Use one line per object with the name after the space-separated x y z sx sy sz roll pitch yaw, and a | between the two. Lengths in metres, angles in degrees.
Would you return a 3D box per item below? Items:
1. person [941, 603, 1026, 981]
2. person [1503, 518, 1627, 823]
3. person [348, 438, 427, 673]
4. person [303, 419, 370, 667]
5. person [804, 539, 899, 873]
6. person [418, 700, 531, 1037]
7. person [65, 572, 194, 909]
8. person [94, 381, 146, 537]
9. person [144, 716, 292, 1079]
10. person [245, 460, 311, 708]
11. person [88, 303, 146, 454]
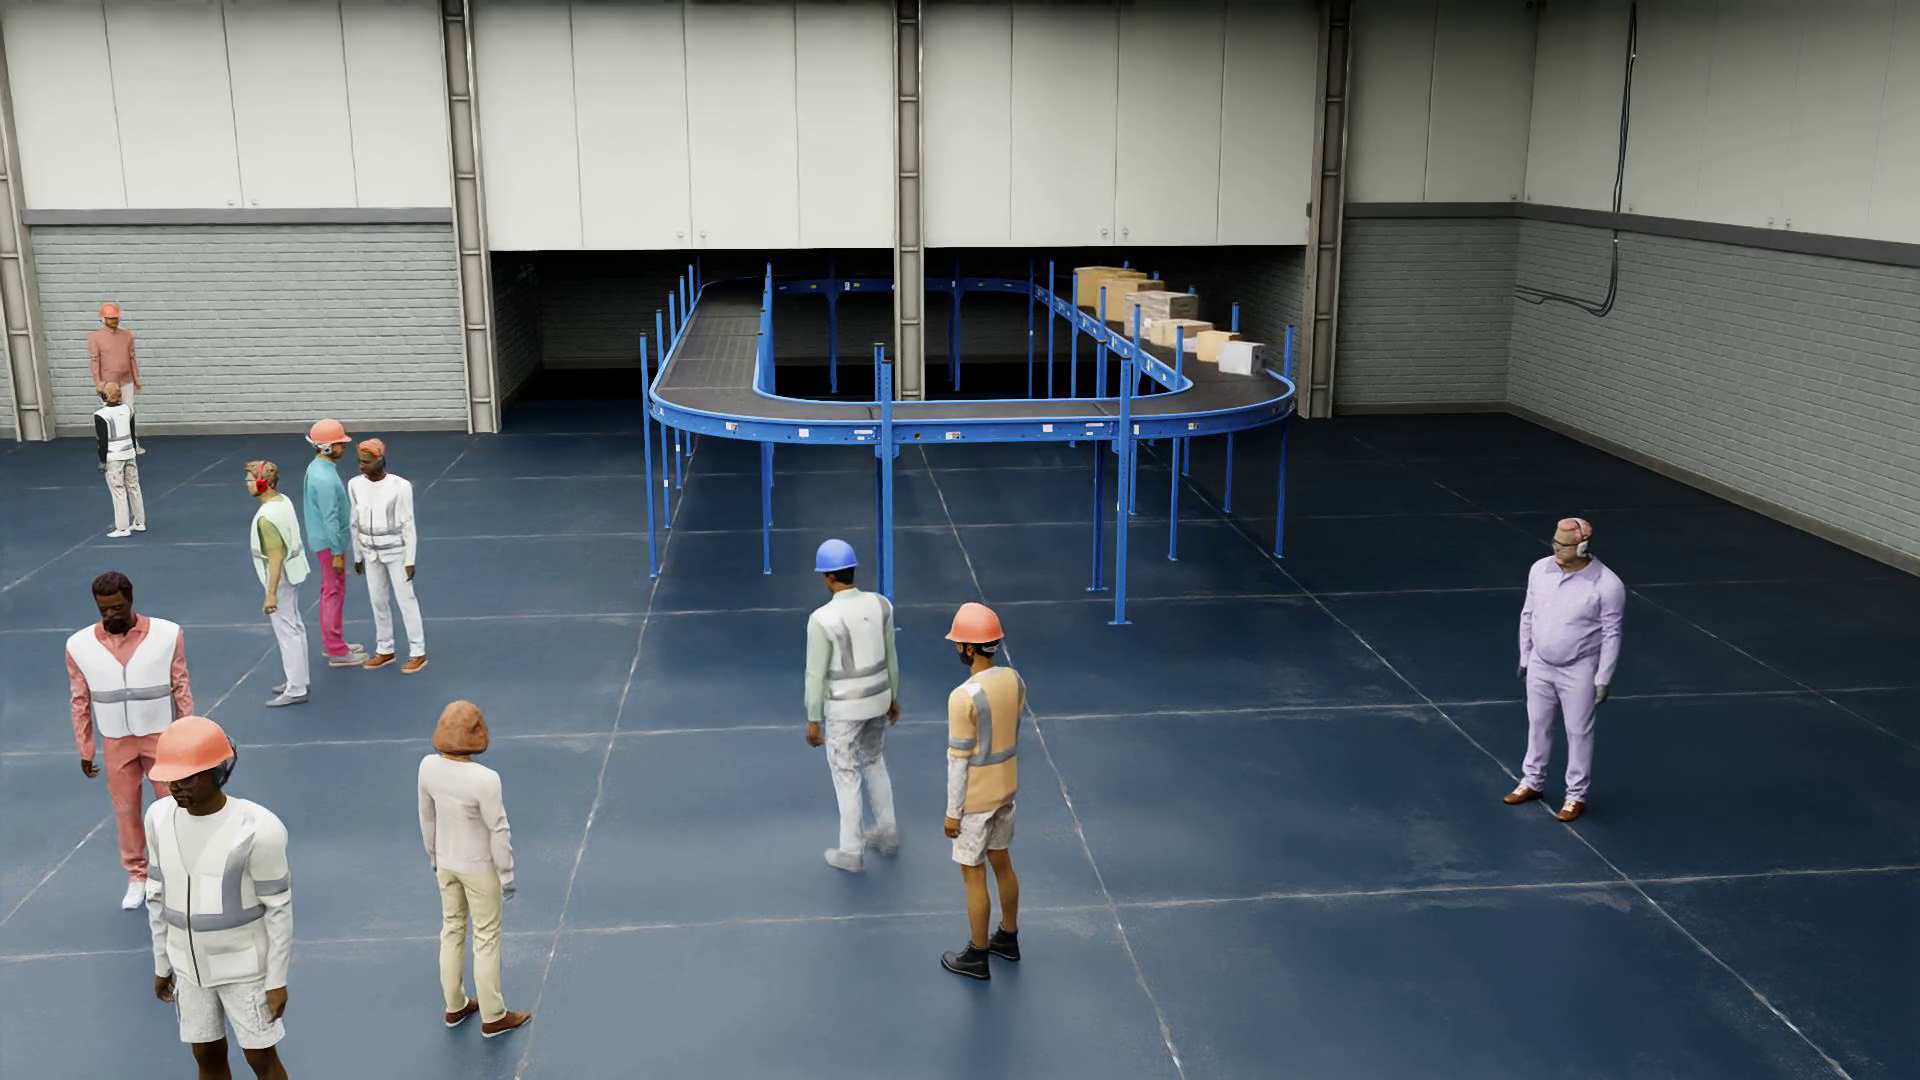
0.095 1.256 8.372 0.390 1.930 0.540 9 17 33 | person
3.721 0.791 10.271 0.399 1.905 0.643 -11 18 -38 | person
-4.500 0.126 13.007 0.591 1.874 0.360 4 15 16 | person
-4.963 0.023 13.186 0.399 1.990 0.618 -7 16 -25 | person
-0.645 0.947 9.619 0.485 1.920 0.647 12 19 40 | person
-2.302 1.539 7.825 0.509 1.631 0.271 7 16 27 | person
-4.511 1.079 9.116 0.604 1.906 0.405 -5 15 -19 | person
-8.777 -0.843 17.342 0.307 1.639 0.525 4 14 14 | person
-2.900 1.659 6.513 0.606 2.044 0.373 3 14 11 | person
-5.010 0.317 12.279 0.393 1.846 0.564 -3 14 -11 | person
-10.920 -2.072 21.538 0.376 1.995 0.609 9 17 32 | person
